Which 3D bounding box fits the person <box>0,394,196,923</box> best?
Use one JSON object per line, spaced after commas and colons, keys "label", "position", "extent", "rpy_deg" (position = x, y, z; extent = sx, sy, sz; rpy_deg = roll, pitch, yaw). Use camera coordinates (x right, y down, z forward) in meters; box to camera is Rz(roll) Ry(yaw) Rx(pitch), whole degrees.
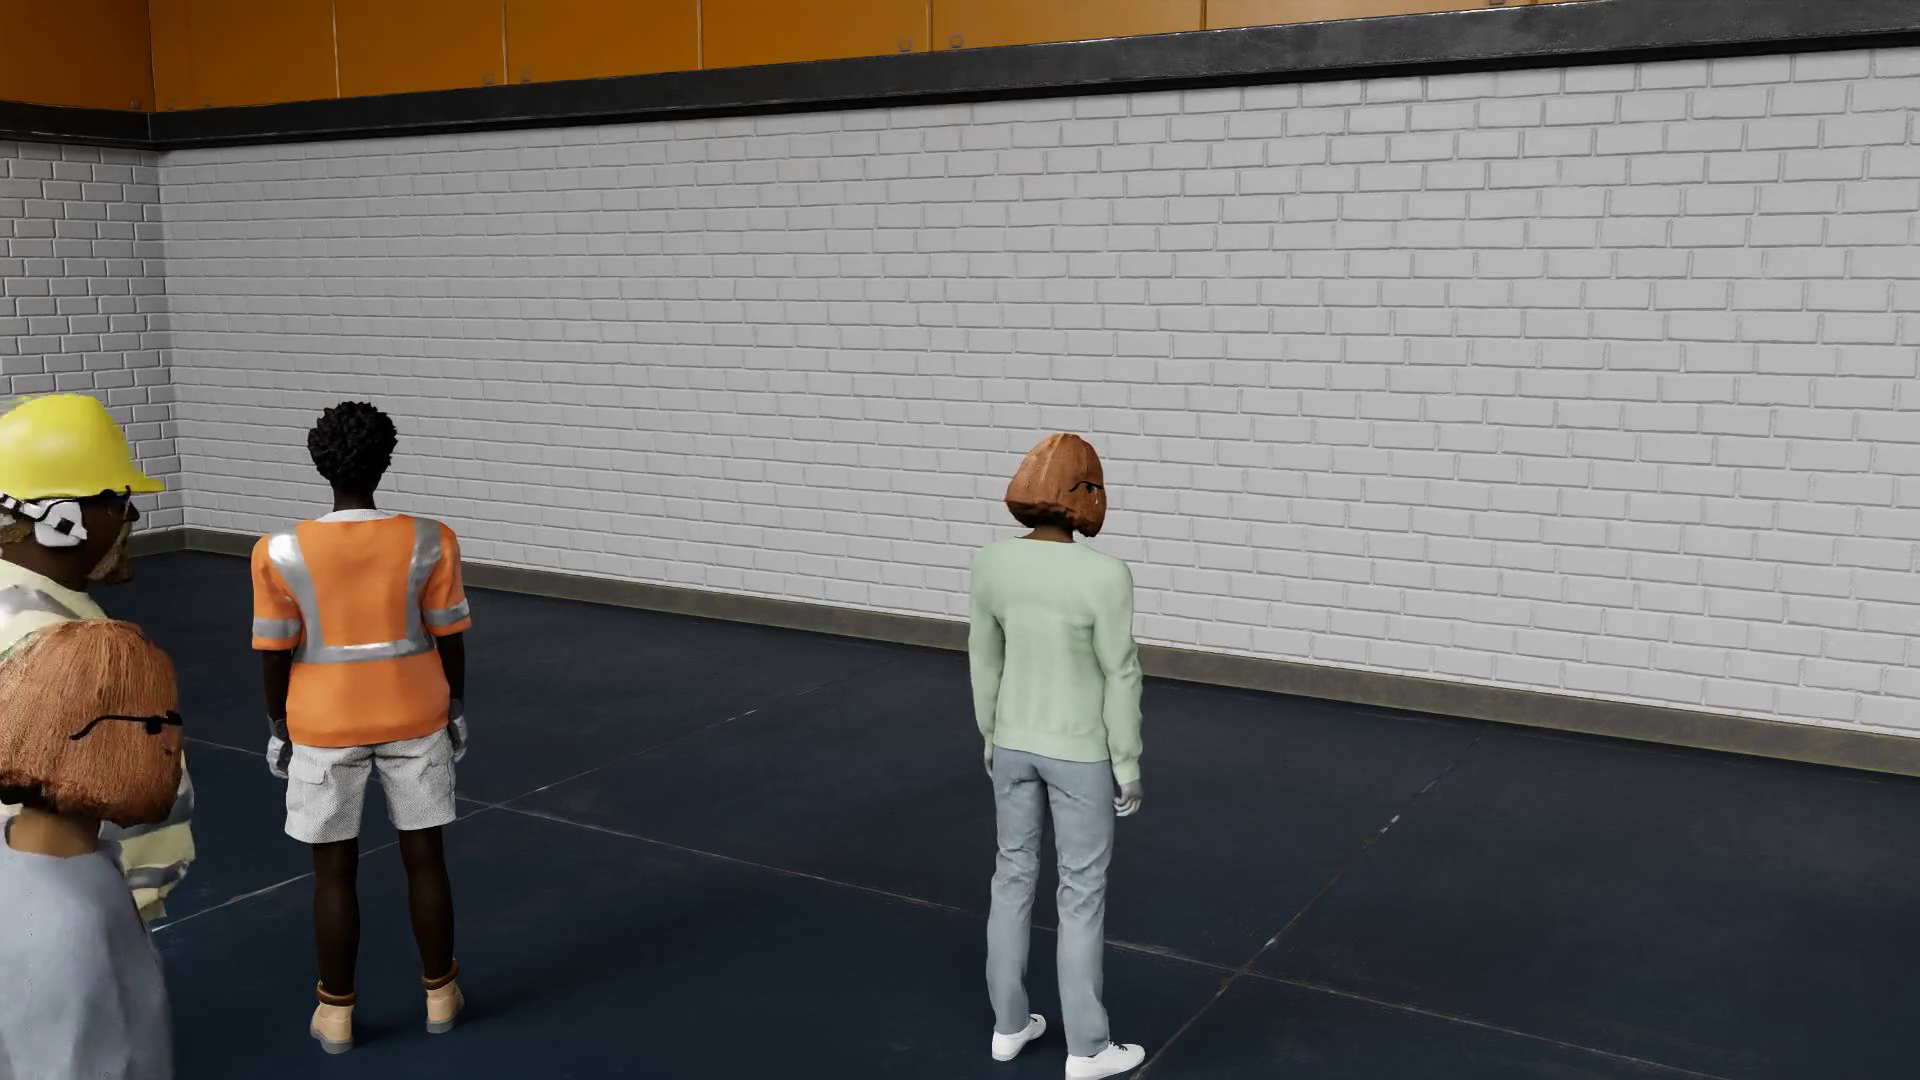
{"label": "person", "position": [-1.658, 0.651, 2.954], "extent": [0.609, 1.815, 0.600], "rpy_deg": [-6, 11, -31]}

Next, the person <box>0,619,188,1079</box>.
{"label": "person", "position": [-1.193, 0.896, 2.082], "extent": [0.680, 1.606, 0.531], "rpy_deg": [-5, 10, -27]}

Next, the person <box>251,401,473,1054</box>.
{"label": "person", "position": [-1.543, 0.488, 4.347], "extent": [0.539, 1.696, 0.317], "rpy_deg": [-4, 10, -24]}

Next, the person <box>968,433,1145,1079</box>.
{"label": "person", "position": [0.244, 0.545, 4.189], "extent": [0.497, 1.633, 0.288], "rpy_deg": [7, 12, 38]}
